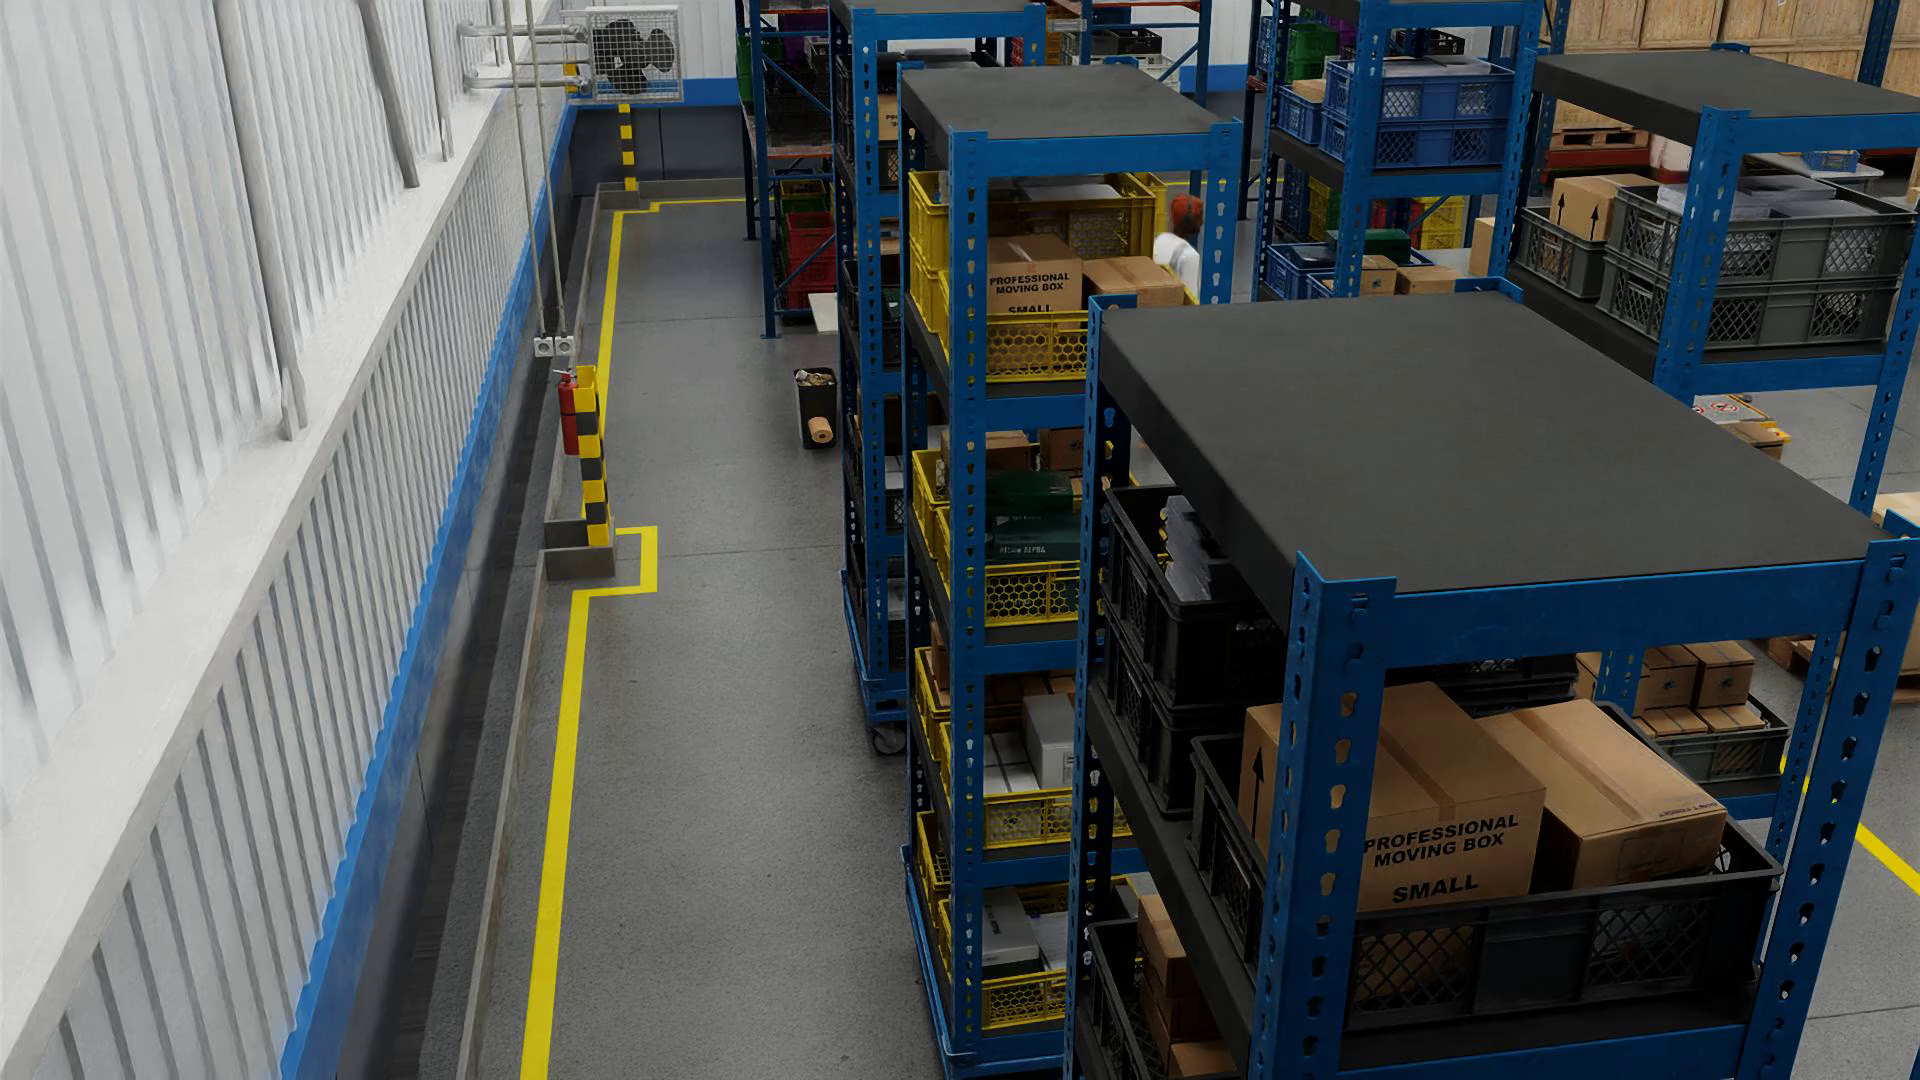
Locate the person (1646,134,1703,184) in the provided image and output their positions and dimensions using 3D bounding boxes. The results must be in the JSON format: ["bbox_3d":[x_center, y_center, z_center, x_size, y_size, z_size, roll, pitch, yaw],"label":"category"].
[{"bbox_3d":[7.062,-3.672,16.236,0.632,1.976,0.635,0,25,1],"label":"person"}]

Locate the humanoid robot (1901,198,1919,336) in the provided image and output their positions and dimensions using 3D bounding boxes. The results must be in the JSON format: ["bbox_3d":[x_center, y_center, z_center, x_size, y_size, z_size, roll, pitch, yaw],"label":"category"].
[{"bbox_3d":[7.934,-2.249,13.486,0.321,1.656,0.606,-19,31,-36],"label":"humanoid robot"}]

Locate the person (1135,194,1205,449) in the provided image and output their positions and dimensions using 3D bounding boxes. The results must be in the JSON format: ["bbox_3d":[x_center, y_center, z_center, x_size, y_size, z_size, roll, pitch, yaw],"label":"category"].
[{"bbox_3d":[1.544,-1.485,11.622,0.490,1.874,0.597,-10,26,-20],"label":"person"}]

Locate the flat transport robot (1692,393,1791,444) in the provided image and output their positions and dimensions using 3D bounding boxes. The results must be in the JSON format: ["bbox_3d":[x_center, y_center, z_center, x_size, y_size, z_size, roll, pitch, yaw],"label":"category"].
[{"bbox_3d":[5.224,-0.859,12.132,1.431,0.197,0.652,-4,25,-8],"label":"flat transport robot"}]
